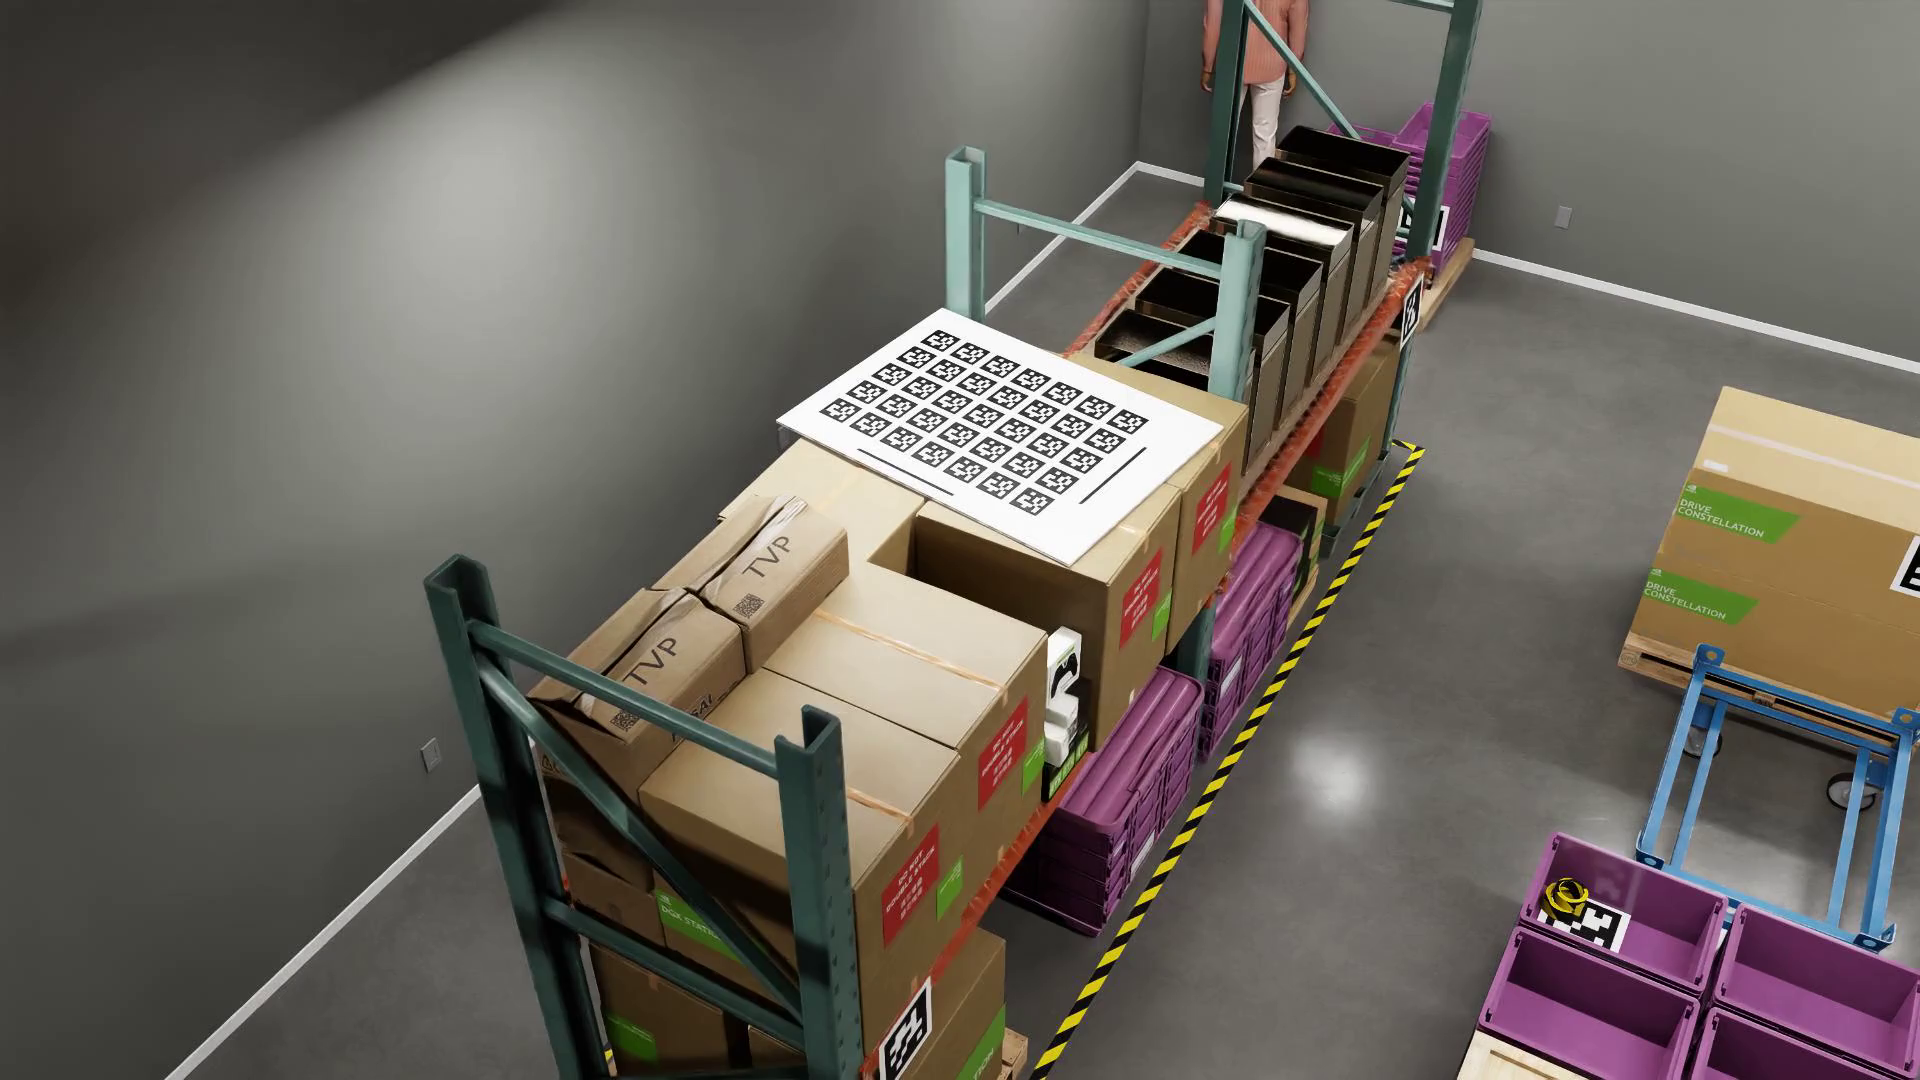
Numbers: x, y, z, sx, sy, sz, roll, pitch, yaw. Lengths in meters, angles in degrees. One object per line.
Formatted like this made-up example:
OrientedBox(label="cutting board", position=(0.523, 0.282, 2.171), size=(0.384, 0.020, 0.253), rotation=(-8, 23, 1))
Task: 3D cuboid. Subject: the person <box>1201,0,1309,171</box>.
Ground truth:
OrientedBox(label="person", position=(1.735, -2.830, 9.926), size=(0.608, 1.995, 0.377), rotation=(4, 40, 5))
